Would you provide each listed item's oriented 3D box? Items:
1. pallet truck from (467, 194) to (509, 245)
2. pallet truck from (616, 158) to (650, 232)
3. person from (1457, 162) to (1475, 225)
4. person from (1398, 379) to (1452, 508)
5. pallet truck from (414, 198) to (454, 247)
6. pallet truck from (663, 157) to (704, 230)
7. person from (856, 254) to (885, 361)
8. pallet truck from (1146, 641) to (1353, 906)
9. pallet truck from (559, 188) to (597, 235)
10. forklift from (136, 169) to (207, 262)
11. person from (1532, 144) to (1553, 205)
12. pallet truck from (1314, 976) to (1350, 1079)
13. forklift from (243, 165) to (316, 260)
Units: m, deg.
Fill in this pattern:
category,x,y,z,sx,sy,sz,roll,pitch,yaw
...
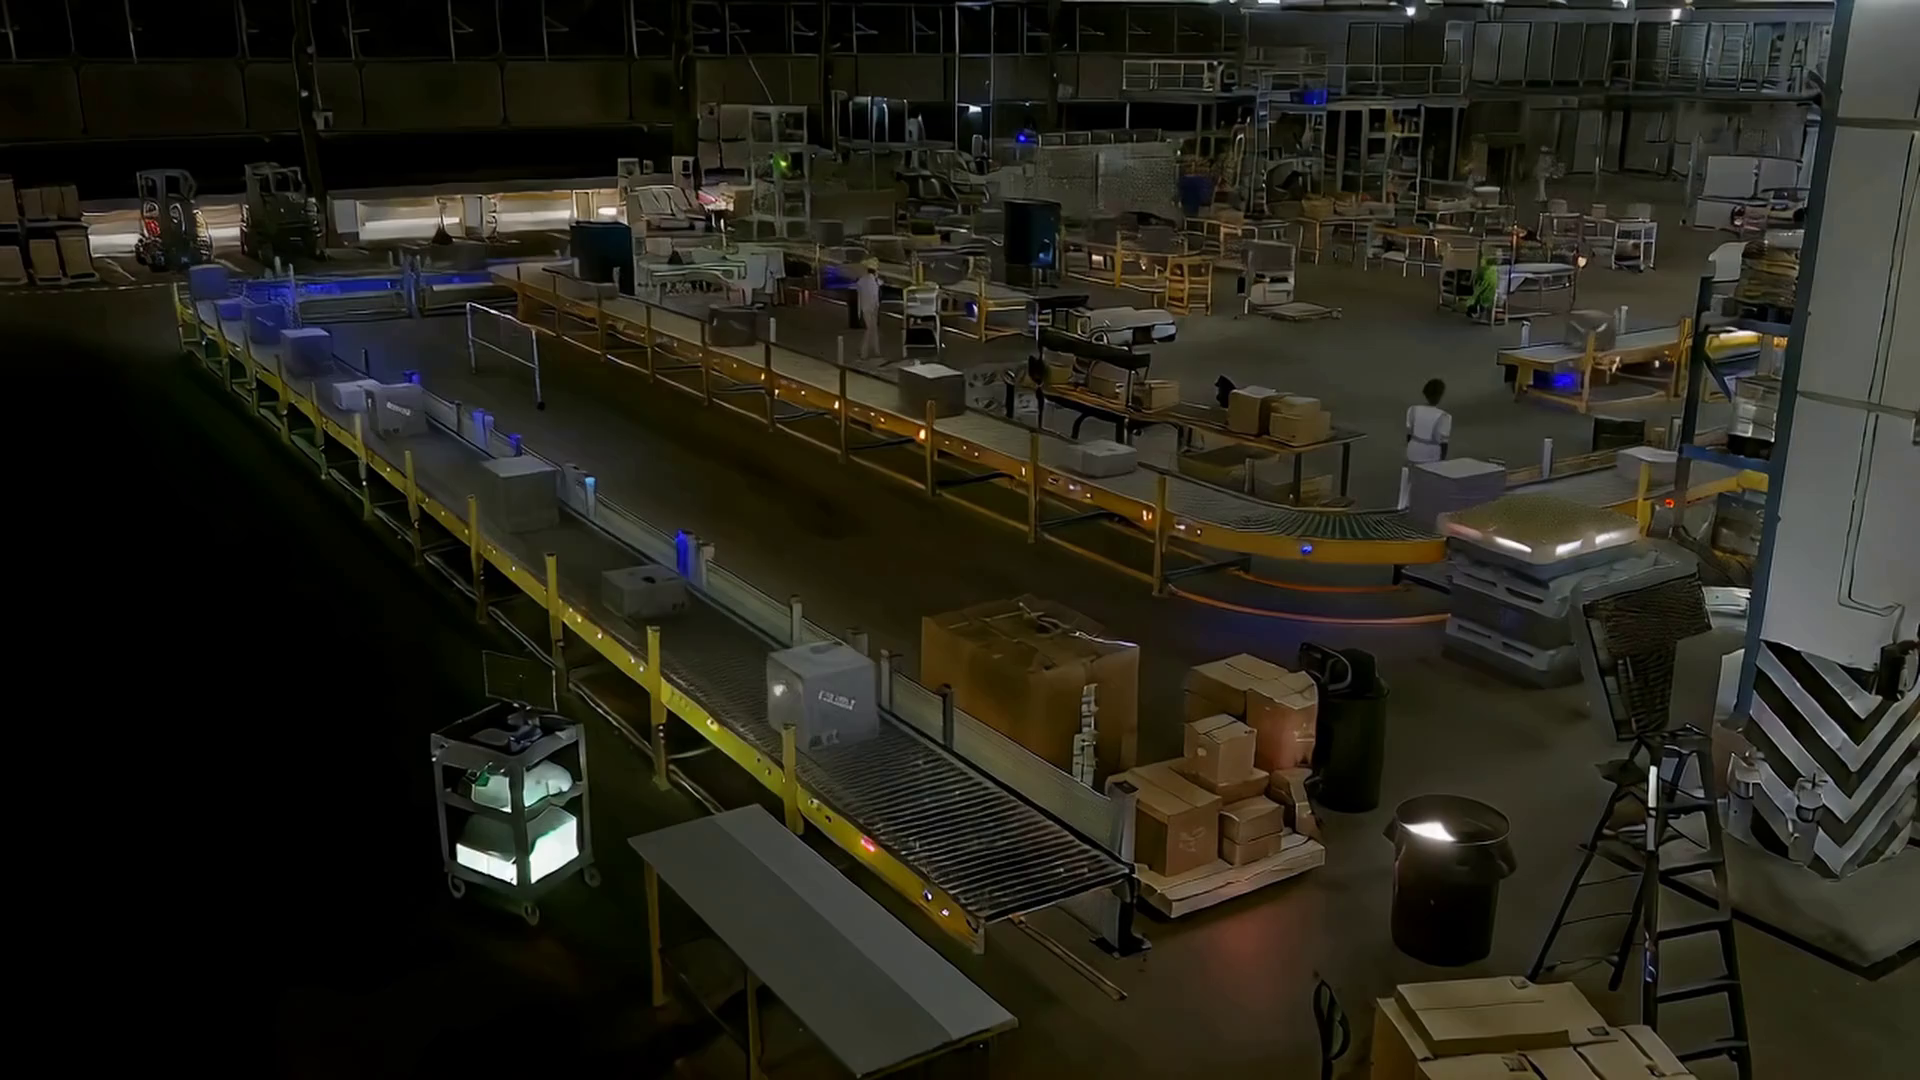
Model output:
category,x,y,z,sx,sy,sz,roll,pitch,yaw
pallet truck,-11.983,-8.177,42.137,0.704,1.261,1.522,-11,20,-33
pallet truck,-8.918,-9.176,44.255,0.823,1.965,1.885,-9,19,-27
person,12.877,-8.637,42.465,0.914,1.991,0.674,1,17,3
person,4.784,-0.840,17.102,0.533,1.654,0.858,15,22,41
pallet truck,-13.250,-8.060,41.856,0.680,1.201,1.601,-10,20,-31
pallet truck,-7.586,-9.308,44.692,0.823,1.965,1.885,-11,20,-33
person,-1.354,-3.614,26.185,0.700,1.742,0.549,9,19,28
pallet truck,1.664,1.407,10.232,1.630,1.274,0.653,-10,20,-31
pallet truck,-10.010,-8.652,43.699,0.653,1.274,1.630,-10,20,-31
forklift,-17.842,-7.318,37.559,1.157,1.987,2.680,-10,20,-31
person,18.179,-11.451,52.050,0.590,1.867,0.624,-10,20,-31
pallet truck,2.299,2.390,7.086,1.601,1.201,0.680,-2,17,-7
forklift,-15.898,-7.669,38.708,1.157,1.987,2.680,-11,20,-33
